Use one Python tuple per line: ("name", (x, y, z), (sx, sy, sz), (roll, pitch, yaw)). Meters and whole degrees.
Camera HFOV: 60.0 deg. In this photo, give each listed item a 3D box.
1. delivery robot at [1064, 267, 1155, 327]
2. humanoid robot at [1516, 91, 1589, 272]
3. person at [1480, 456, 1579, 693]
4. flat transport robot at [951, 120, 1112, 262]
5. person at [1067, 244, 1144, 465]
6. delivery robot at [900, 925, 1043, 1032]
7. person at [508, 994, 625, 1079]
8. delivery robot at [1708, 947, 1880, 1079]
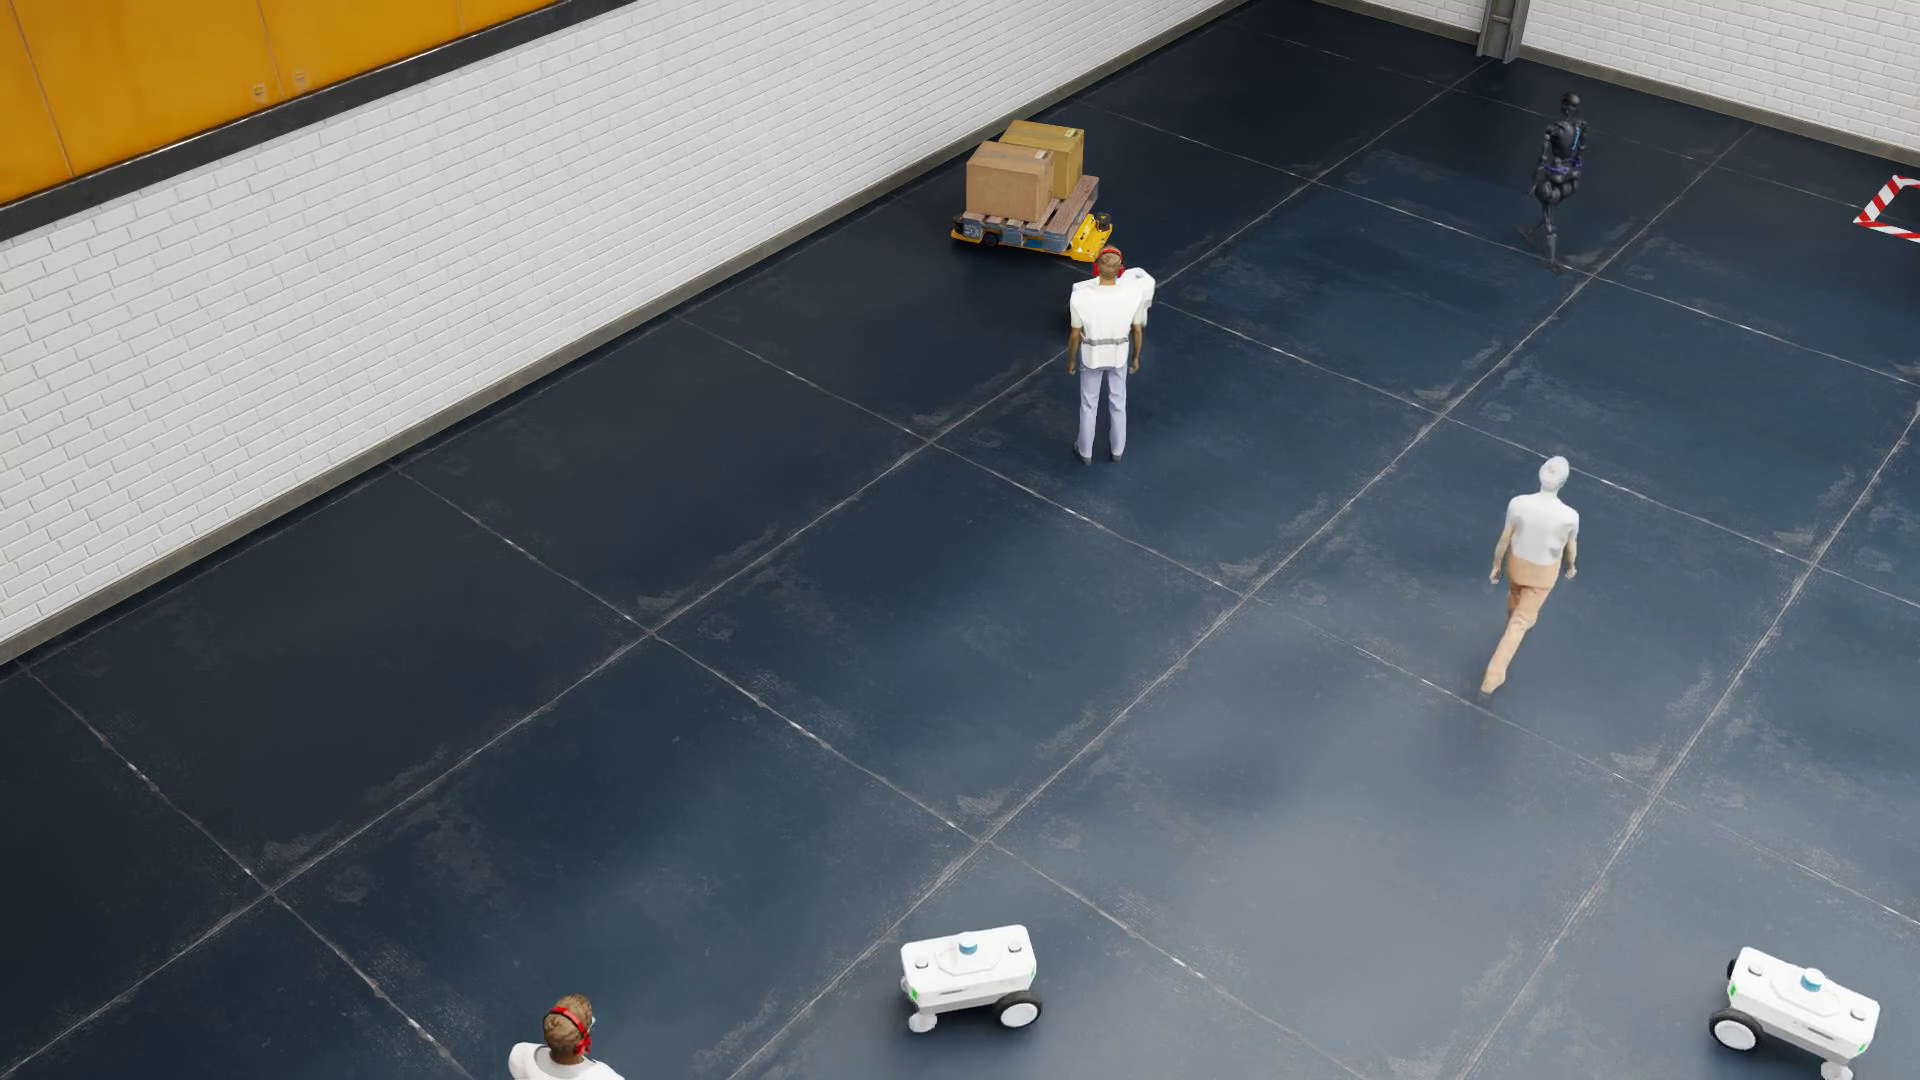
("delivery robot", (1.321, -2.123, 14.708), (0.785, 0.614, 0.502), (-18, 42, -21))
("humanoid robot", (5.465, -3.344, 15.343), (0.608, 1.627, 0.765), (-19, 42, -22))
("person", (3.765, 0.174, 10.935), (0.456, 1.699, 0.929), (28, 46, 30))
("flat transport robot", (0.693, -3.013, 16.026), (1.431, 0.231, 0.659), (13, 41, 15))
("person", (1.102, -1.383, 12.746), (0.564, 1.844, 0.382), (-2, 39, -3))
("delivery robot", (0.056, 2.369, 9.113), (0.784, 0.589, 0.499), (-7, 39, -9))
("person", (-1.718, 2.751, 7.627), (0.567, 1.832, 0.402), (12, 40, 14))
("delivery robot", (4.469, 2.521, 8.944), (0.804, 0.614, 0.499), (22, 44, 25))
